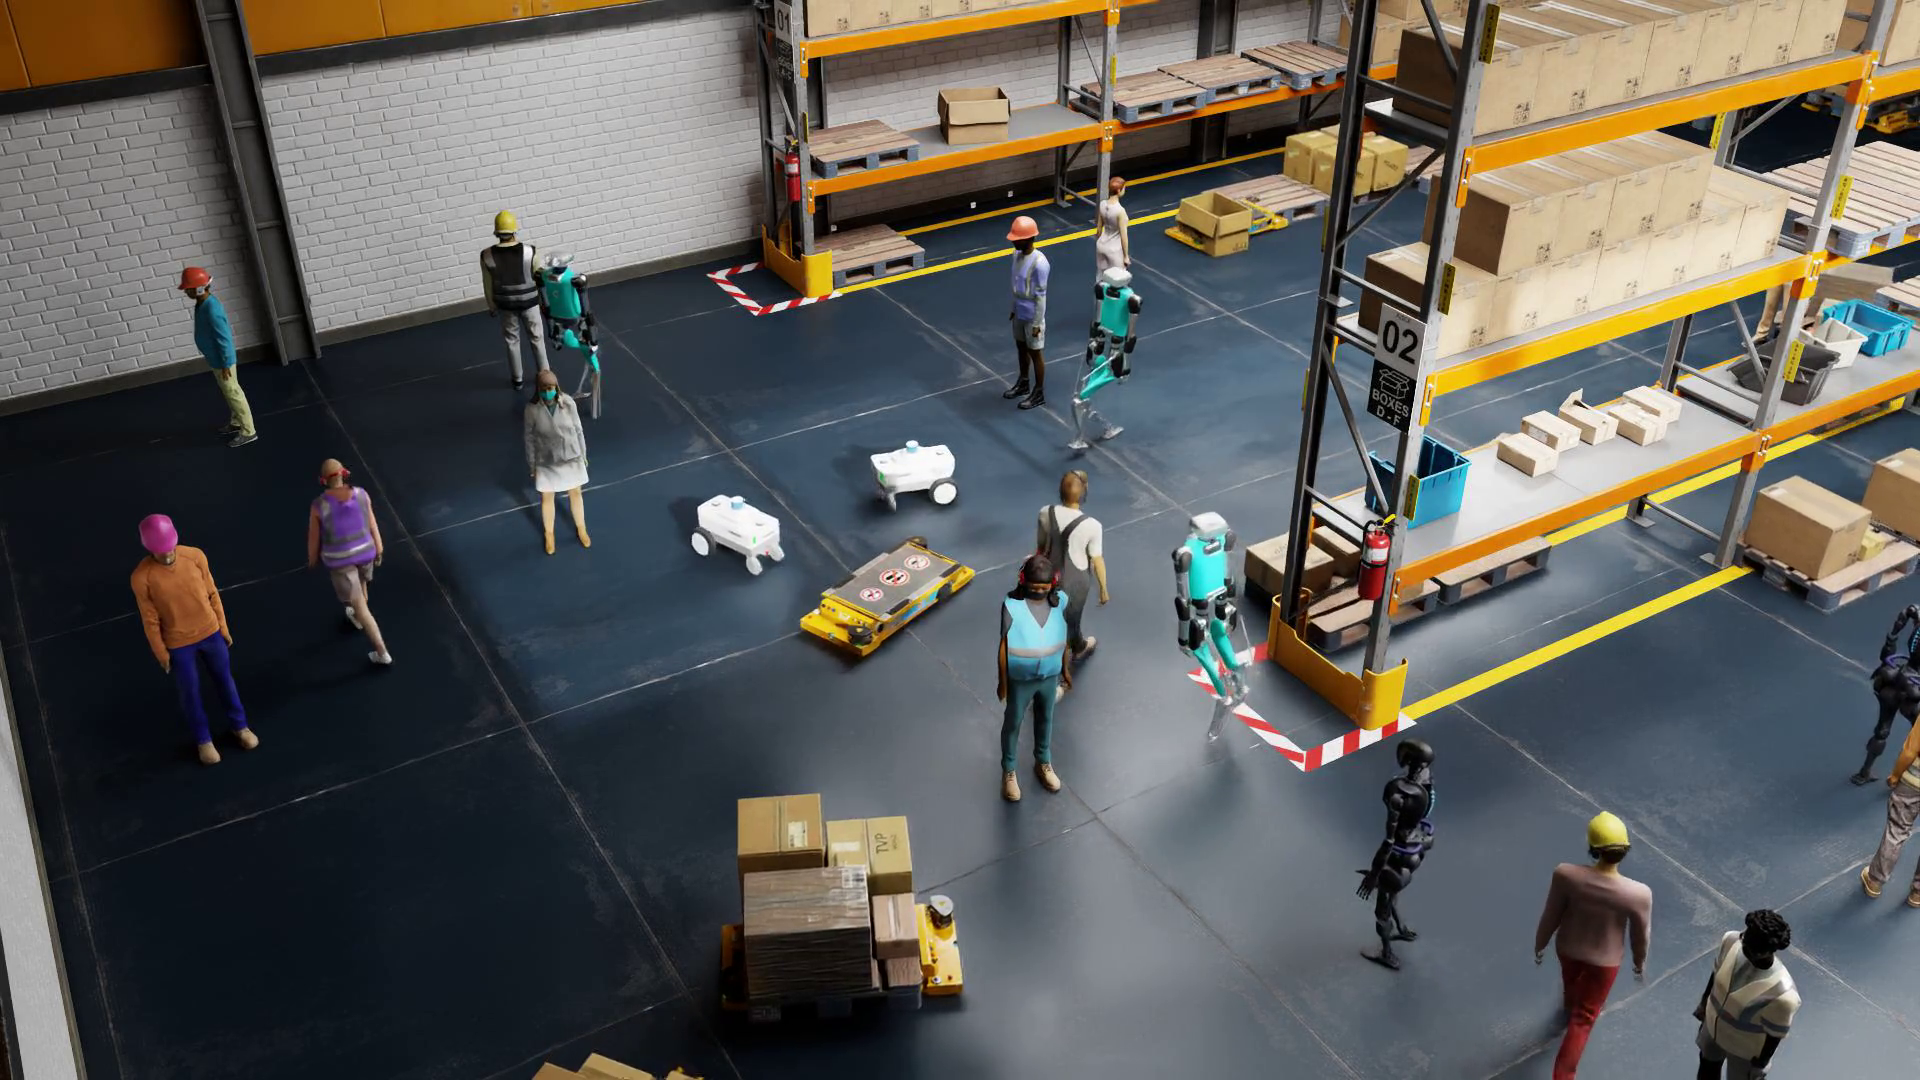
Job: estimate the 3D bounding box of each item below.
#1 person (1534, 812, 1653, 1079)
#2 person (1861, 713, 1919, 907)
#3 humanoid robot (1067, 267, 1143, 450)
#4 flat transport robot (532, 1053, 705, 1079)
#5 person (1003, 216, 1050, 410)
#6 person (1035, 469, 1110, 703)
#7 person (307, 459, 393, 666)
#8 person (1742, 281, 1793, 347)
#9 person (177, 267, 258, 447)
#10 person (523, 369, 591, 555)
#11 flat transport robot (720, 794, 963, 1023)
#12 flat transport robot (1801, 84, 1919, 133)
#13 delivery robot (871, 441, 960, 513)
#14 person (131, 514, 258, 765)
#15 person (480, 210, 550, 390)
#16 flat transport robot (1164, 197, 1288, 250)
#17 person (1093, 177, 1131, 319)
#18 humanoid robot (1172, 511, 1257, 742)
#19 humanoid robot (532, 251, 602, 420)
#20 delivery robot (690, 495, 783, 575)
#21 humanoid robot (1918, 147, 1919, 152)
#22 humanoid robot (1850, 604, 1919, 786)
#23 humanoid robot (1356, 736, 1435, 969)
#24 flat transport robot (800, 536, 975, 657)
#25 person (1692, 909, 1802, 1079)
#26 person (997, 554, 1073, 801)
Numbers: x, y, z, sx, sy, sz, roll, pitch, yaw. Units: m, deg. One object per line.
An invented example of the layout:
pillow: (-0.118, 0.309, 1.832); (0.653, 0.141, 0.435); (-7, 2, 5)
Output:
person: (3.467, 2.246, 9.146); (0.558, 1.697, 0.927); (18, 36, 27)
person: (6.006, 1.500, 10.270); (0.481, 1.776, 0.321); (13, 35, 20)
humanoid robot: (1.204, -1.566, 15.254); (0.995, 1.771, 0.530); (-25, 40, -34)
flat transport robot: (-1.589, 3.385, 8.685); (0.659, 0.231, 1.431); (13, 34, 20)
person: (0.628, -2.196, 16.028); (0.382, 1.931, 0.540); (-17, 36, -25)
person: (0.794, 0.307, 12.158); (0.542, 1.795, 0.964); (20, 37, 29)
person: (-4.630, 0.131, 12.569); (0.885, 1.643, 0.495); (27, 41, 36)
person: (8.467, -2.715, 17.016); (0.340, 1.751, 0.562); (-13, 35, -20)
person: (-6.893, -1.708, 15.410); (0.341, 1.748, 0.572); (-20, 37, -29)
person: (-3.339, -0.650, 13.807); (0.497, 1.658, 0.337); (-12, 34, -18)
flat transport robot: (-0.726, 2.505, 10.088); (1.431, 0.231, 0.659); (-3, 32, -5)
flat transport robot: (12.954, -6.174, 23.931); (0.659, 0.231, 1.431); (-18, 36, -26)
delivery robot: (-0.392, -0.595, 14.761); (0.764, 0.592, 0.527); (-9, 33, -14)
person: (-5.292, 0.661, 11.430); (0.517, 1.974, 0.398); (-27, 41, -36)
person: (-4.358, -2.358, 16.371); (0.587, 1.834, 0.404); (-6, 33, -10)
flat transport robot: (3.244, -3.843, 20.212); (1.431, 0.231, 0.659); (-20, 37, -29)
person: (1.617, -3.036, 17.617); (0.284, 1.657, 0.452); (-23, 39, -32)
humanoid robot: (1.831, 0.718, 11.618); (0.546, 1.836, 0.727); (-22, 38, -31)
humanoid robot: (-3.608, -1.991, 15.909); (0.530, 1.817, 0.794); (10, 33, 15)
delivery robot: (-1.857, -0.091, 13.953); (0.788, 0.587, 0.499); (23, 39, 32)
humanoid robot: (11.464, -4.277, 19.583); (0.477, 1.636, 0.610); (-5, 32, -8)
humanoid robot: (6.421, 0.981, 11.200); (0.413, 1.654, 0.611); (-12, 34, -18)
humanoid robot: (2.583, 1.853, 9.807); (0.349, 1.649, 0.596); (21, 38, 30)
flat transport robot: (-0.568, 0.431, 13.396); (0.659, 0.231, 1.431); (22, 38, 31)
person: (4.036, 2.566, 8.655); (0.319, 1.692, 0.535); (-9, 33, -14)
person: (0.489, 0.898, 11.144); (0.529, 1.870, 0.390); (-10, 33, -16)
